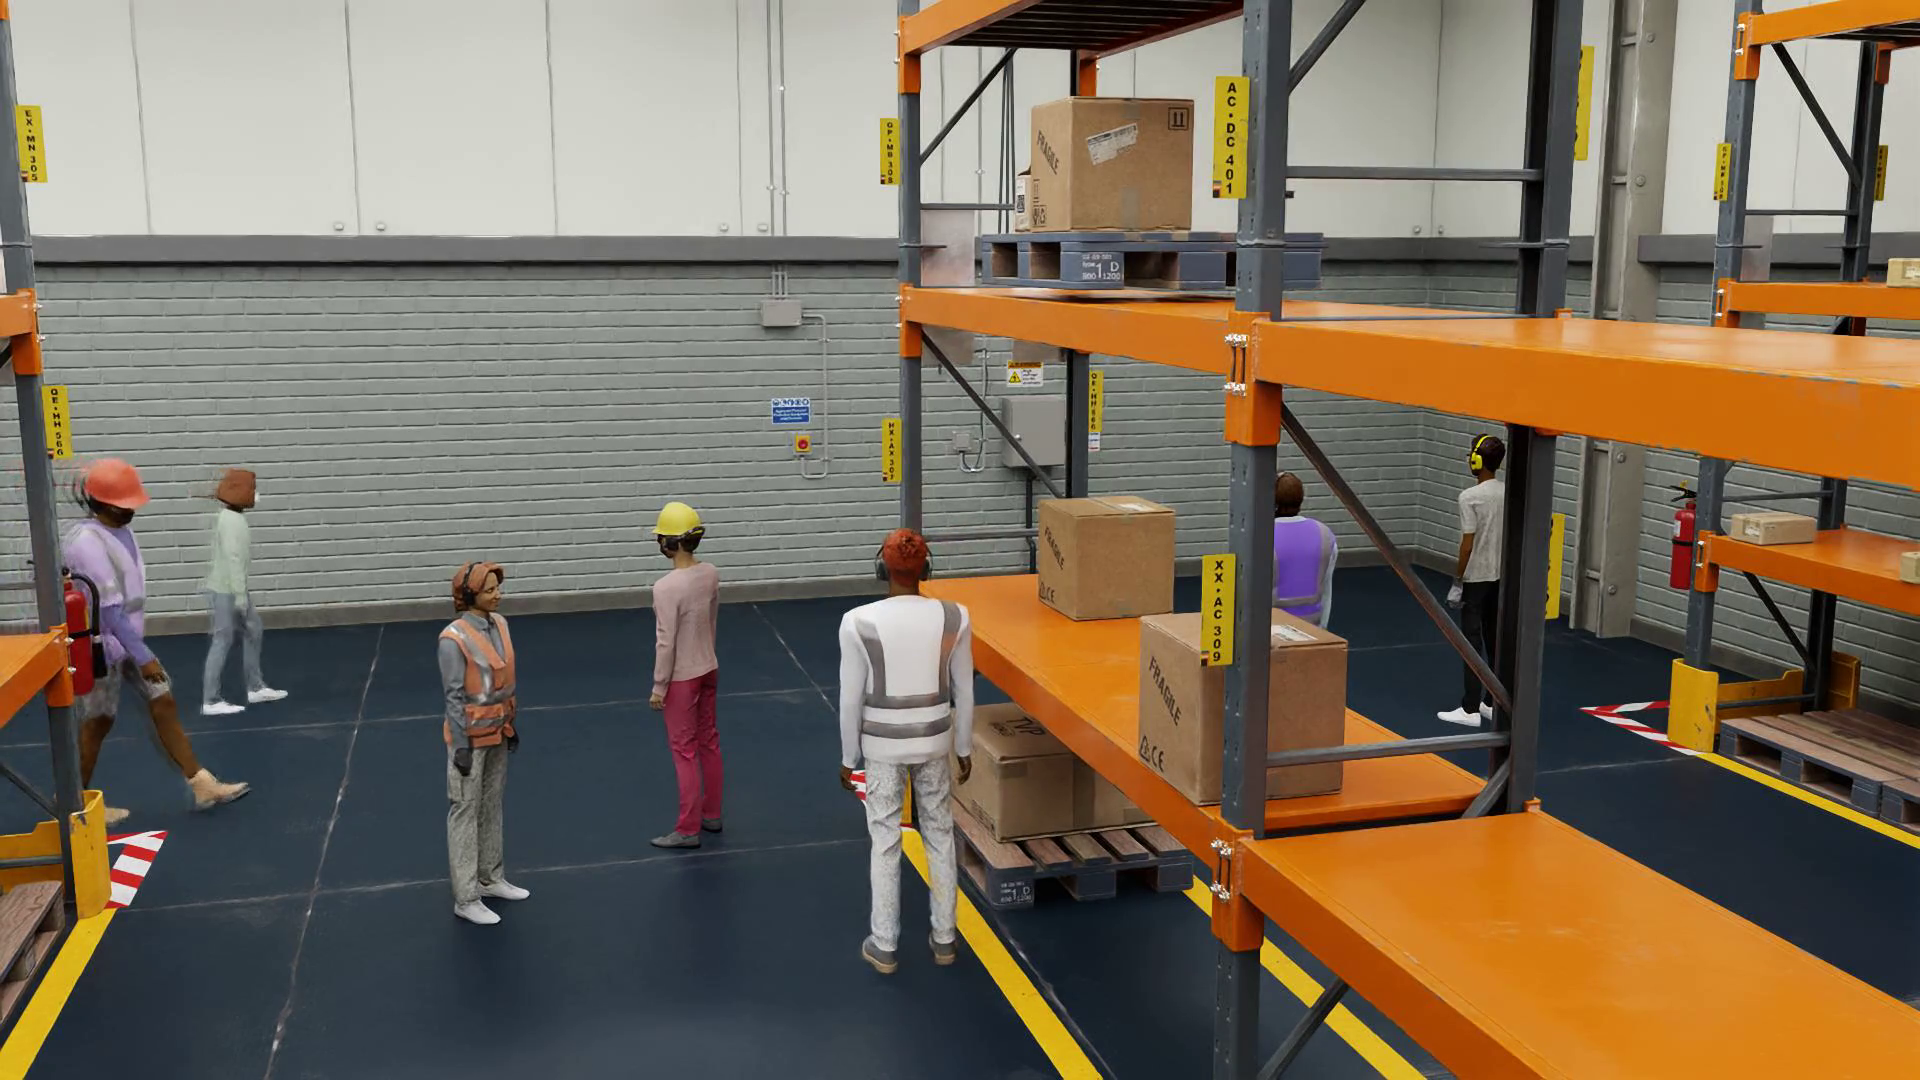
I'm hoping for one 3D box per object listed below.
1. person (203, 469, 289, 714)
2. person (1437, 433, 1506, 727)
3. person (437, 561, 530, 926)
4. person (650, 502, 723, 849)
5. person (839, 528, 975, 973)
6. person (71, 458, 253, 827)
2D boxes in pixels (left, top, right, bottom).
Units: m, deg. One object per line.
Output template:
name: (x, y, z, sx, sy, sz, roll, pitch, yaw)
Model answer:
person: (-4.717, 0.339, 10.906, 0.658, 1.594, 0.514, -3, 11, -19)
person: (3.314, 0.255, 10.608, 0.513, 1.872, 0.328, -6, 12, -33)
person: (-2.176, 0.903, 7.563, 0.312, 1.642, 0.512, 2, 10, 13)
person: (-1.402, 0.685, 8.452, 0.308, 1.769, 0.525, 4, 11, 21)
person: (-0.222, 0.881, 6.994, 0.584, 1.882, 0.337, -3, 10, -15)
person: (-4.266, 0.547, 8.639, 0.992, 1.969, 0.646, -1, 10, -7)
